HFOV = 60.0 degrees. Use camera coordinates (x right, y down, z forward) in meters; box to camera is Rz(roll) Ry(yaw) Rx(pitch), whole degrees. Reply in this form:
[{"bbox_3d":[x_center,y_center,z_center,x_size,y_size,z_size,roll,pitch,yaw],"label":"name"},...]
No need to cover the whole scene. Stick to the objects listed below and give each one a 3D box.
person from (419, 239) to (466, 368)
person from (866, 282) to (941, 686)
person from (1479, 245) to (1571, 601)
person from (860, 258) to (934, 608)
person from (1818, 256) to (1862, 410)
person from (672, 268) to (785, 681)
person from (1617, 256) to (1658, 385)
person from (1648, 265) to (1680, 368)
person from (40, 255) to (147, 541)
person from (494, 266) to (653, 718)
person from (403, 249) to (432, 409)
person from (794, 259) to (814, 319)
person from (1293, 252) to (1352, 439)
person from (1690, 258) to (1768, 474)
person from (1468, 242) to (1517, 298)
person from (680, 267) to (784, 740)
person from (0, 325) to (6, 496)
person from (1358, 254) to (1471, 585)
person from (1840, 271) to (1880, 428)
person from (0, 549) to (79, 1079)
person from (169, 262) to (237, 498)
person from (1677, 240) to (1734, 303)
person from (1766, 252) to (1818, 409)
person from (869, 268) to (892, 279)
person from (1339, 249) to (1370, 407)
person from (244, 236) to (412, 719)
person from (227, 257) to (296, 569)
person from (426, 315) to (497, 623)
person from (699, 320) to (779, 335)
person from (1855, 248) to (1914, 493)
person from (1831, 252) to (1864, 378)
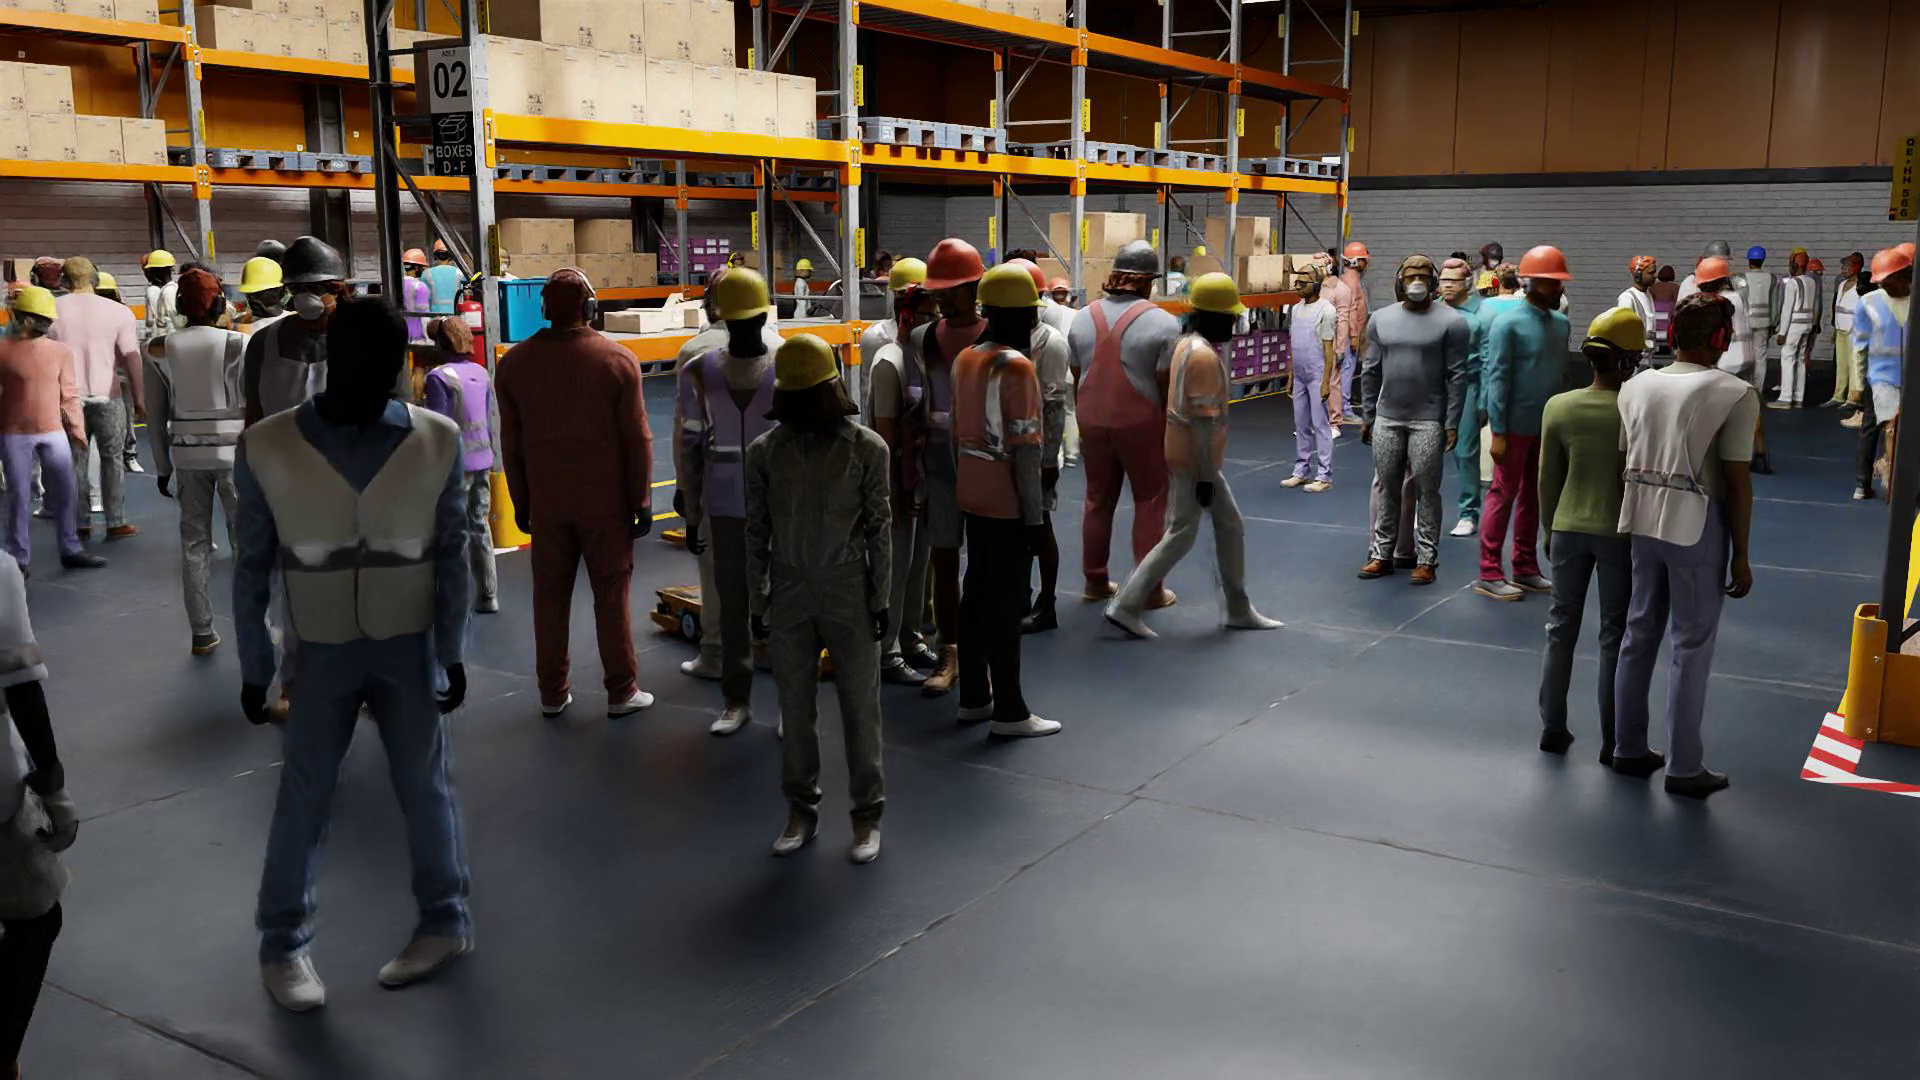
[{"bbox_3d":[-6.359,-2.708,20.625,0.605,2.045,0.382,-3,11,-17],"label":"person"},{"bbox_3d":[-0.254,-0.259,7.640,0.379,1.836,0.565,3,11,19],"label":"person"},{"bbox_3d":[3.215,-0.656,9.397,0.622,1.992,0.389,-7,12,-32],"label":"person"},{"bbox_3d":[-0.278,-0.552,9.005,0.388,1.926,0.590,10,14,43],"label":"person"},{"bbox_3d":[10.643,-2.467,19.862,0.396,1.837,0.564,-1,10,-3],"label":"person"},{"bbox_3d":[-1.059,-0.302,7.712,0.654,1.899,0.398,-9,14,-42],"label":"person"},{"bbox_3d":[6.029,-1.583,14.841,0.354,1.883,0.576,8,13,38],"label":"person"},{"bbox_3d":[10.870,-3.421,25.714,0.507,1.631,0.280,10,14,43],"label":"person"},{"bbox_3d":[-5.846,-0.947,11.209,0.685,1.923,0.387,-3,11,-17],"label":"person"},{"bbox_3d":[-1.602,-0.189,7.039,0.643,1.913,0.410,1,10,5],"label":"person"},{"bbox_3d":[-6.155,-2.317,18.802,0.550,1.925,0.391,7,12,32],"label":"person"},{"bbox_3d":[-2.312,-3.282,24.639,0.321,1.742,0.492,-1,10,-8],"label":"person"},{"bbox_3d":[3.685,-1.982,17.025,0.394,1.899,0.642,-8,13,-37],"label":"person"},{"bbox_3d":[6.635,-1.503,14.464,0.606,1.861,0.854,-8,13,-39],"label":"person"},{"bbox_3d":[7.042,-2.980,22.144,0.687,2.000,0.921,3,11,14],"label":"person"},{"bbox_3d":[-0.843,-0.140,6.761,0.587,1.917,0.398,1,10,5],"label":"person"},{"bbox_3d":[-7.761,-1.183,13.032,0.354,1.737,0.574,4,11,21],"label":"person"},{"bbox_3d":[2.661,-0.709,9.835,0.635,1.939,0.359,8,13,36],"label":"person"},{"bbox_3d":[9.793,-2.059,18.021,0.319,1.690,0.531,5,11,23],"label":"person"},{"bbox_3d":[-2.173,0.561,3.522,0.595,1.667,0.419,-1,10,-5],"label":"person"},{"bbox_3d":[-6.004,-1.302,13.381,0.607,1.861,1.034,1,10,8],"label":"person"},{"bbox_3d":[7.703,-2.067,17.083,0.681,2.000,0.535,-5,12,-28],"label":"person"},{"bbox_3d":[10.057,-2.515,20.037,0.584,1.876,0.369,-7,12,-35],"label":"person"},{"bbox_3d":[-1.401,-4.267,29.859,0.600,1.827,0.404,-8,13,-37],"label":"person"},{"bbox_3d":[4.757,-2.598,20.250,0.375,1.959,0.600,-1,10,-3],"label":"person"},{"bbox_3d":[-2.672,-0.249,7.010,0.682,2.000,0.537,-1,10,-6],"label":"person"},{"bbox_3d":[-4.132,-0.735,10.040,0.584,1.919,0.382,1,10,3],"label":"person"},{"bbox_3d":[-2.658,-0.379,8.875,0.315,1.631,0.524,3,11,15],"label":"person"},{"bbox_3d":[-1.365,-0.761,10.391,0.508,1.845,0.345,-4,11,-21],"label":"person"},{"bbox_3d":[7.208,-1.250,12.791,0.683,1.974,1.005,4,11,20],"label":"person"},{"bbox_3d":[13.067,-3.288,24.389,0.517,1.843,0.326,8,13,37],"label":"person"}]
